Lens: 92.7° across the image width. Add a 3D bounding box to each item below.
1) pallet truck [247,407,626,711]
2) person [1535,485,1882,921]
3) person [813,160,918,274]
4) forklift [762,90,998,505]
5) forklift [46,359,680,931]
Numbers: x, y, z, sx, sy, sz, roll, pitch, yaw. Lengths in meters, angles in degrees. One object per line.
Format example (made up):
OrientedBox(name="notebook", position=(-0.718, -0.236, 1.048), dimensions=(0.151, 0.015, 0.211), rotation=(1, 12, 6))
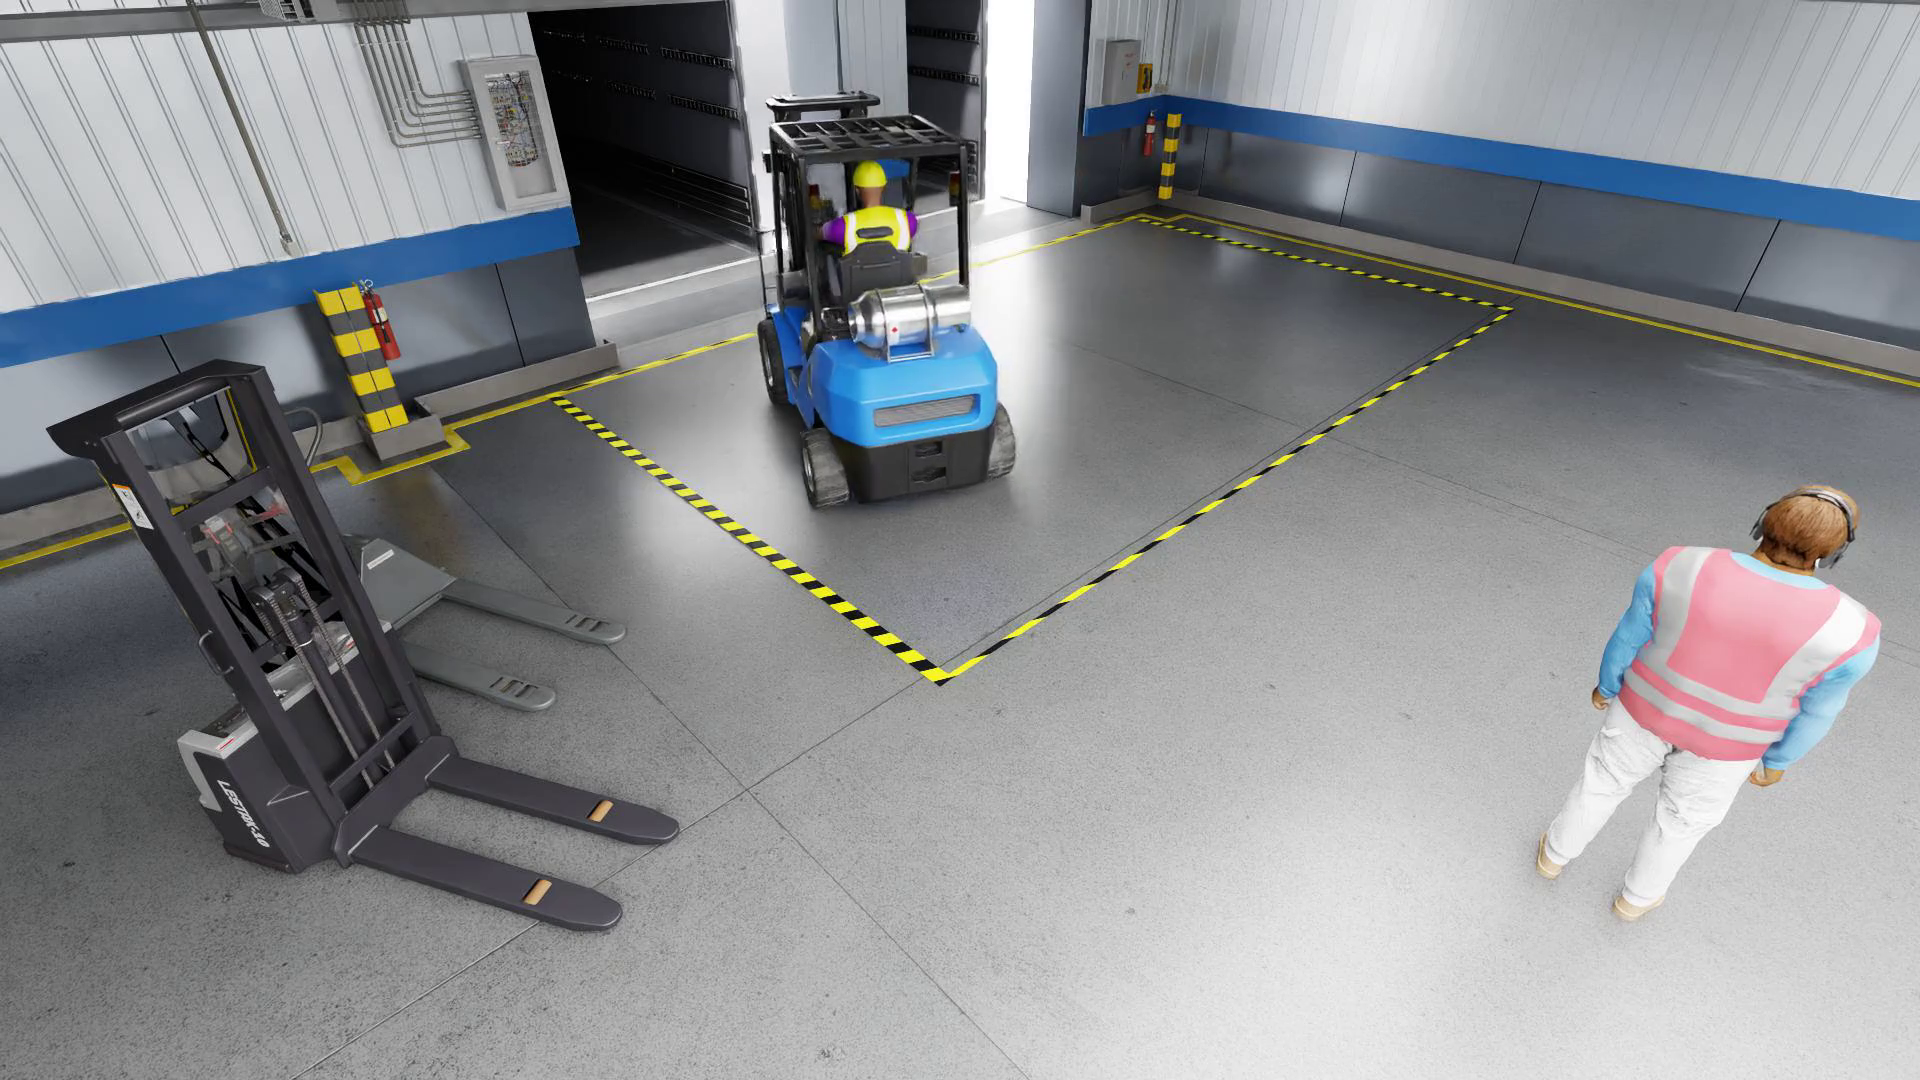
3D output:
OrientedBox(name="pallet truck", position=(-2.628, 0.038, 4.590), dimensions=(1.601, 1.201, 0.680), rotation=(12, 36, 18))
OrientedBox(name="person", position=(2.552, 0.617, 3.204), dimensions=(0.429, 1.844, 0.626), rotation=(-29, 43, -35))
OrientedBox(name="person", position=(-0.648, -1.961, 6.209), dimensions=(0.635, 1.294, 1.004), rotation=(-11, 36, -16))
OrientedBox(name="forklift", position=(-0.636, -1.773, 6.265), dimensions=(1.157, 2.036, 2.680), rotation=(-11, 36, -16))
OrientedBox(name="forklift", position=(-2.135, 0.422, 3.354), dimensions=(1.885, 1.965, 0.823), rotation=(10, 35, 14))
